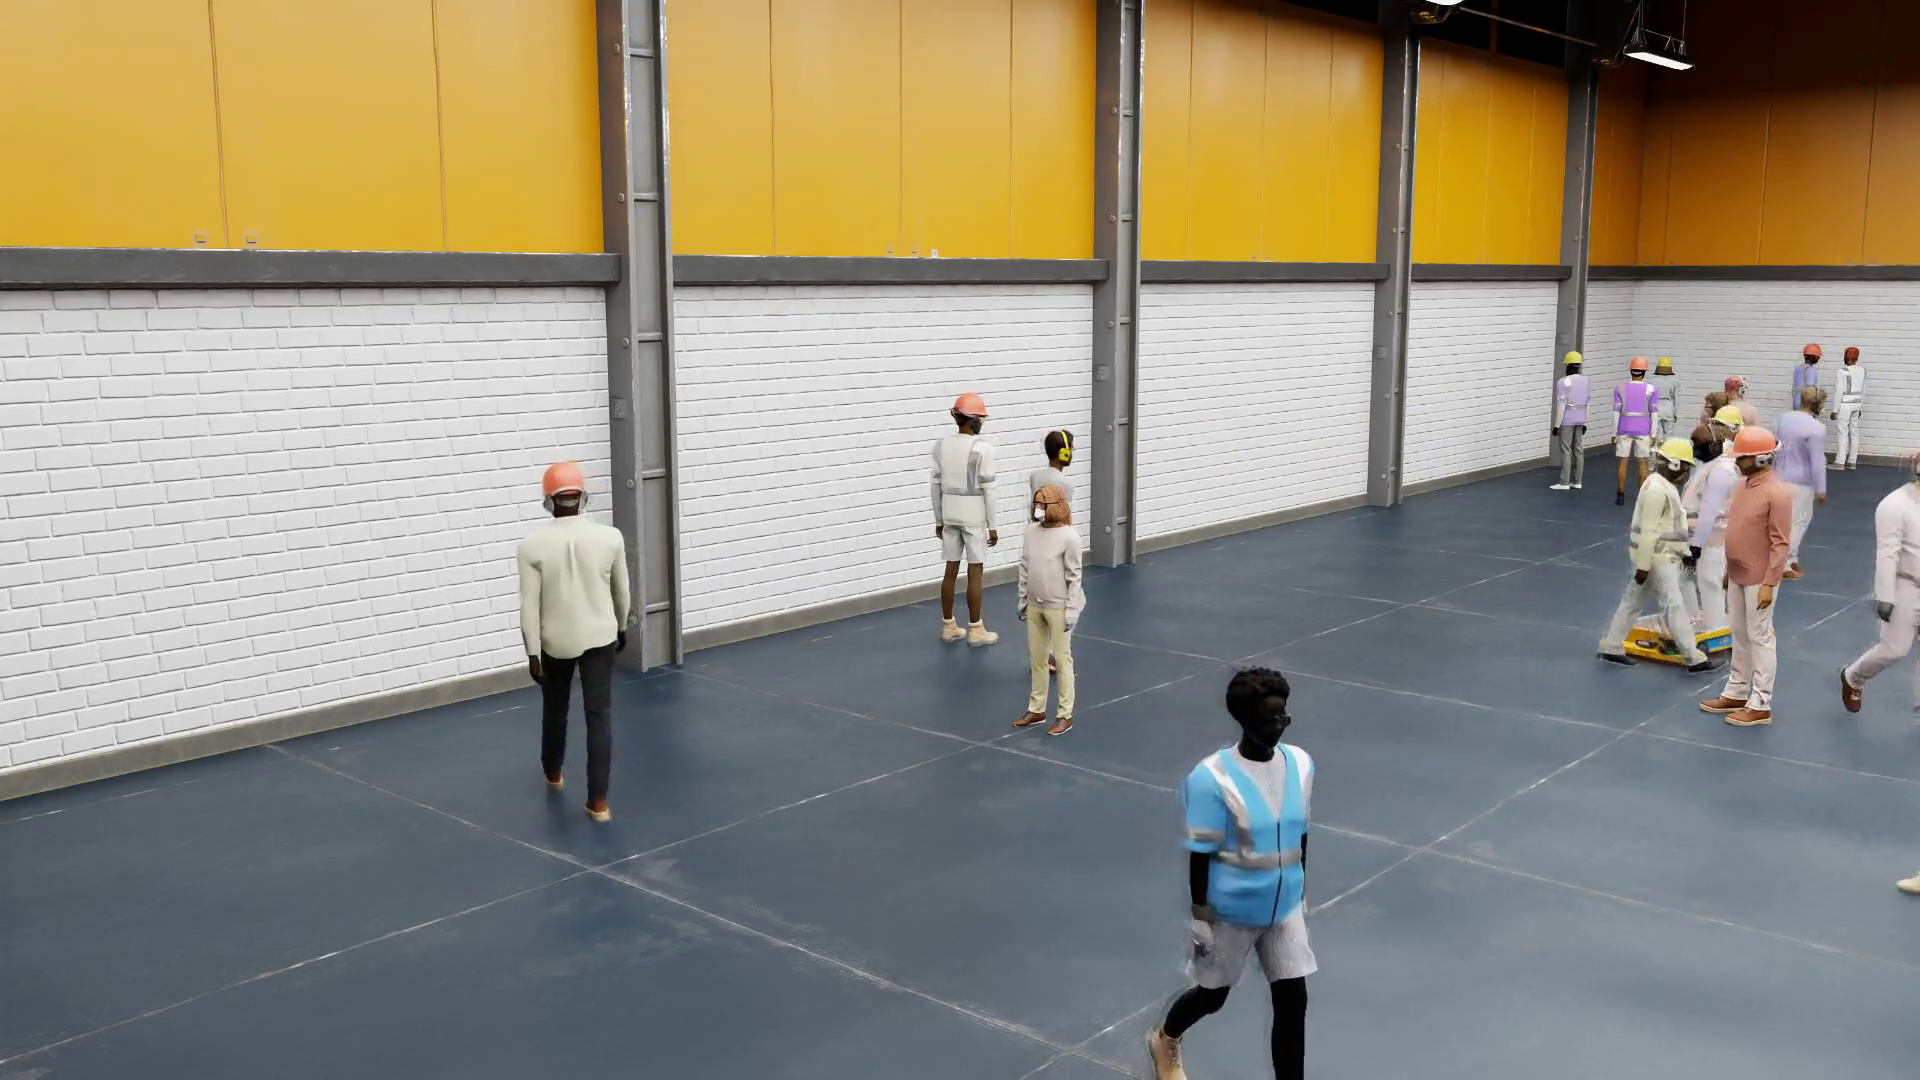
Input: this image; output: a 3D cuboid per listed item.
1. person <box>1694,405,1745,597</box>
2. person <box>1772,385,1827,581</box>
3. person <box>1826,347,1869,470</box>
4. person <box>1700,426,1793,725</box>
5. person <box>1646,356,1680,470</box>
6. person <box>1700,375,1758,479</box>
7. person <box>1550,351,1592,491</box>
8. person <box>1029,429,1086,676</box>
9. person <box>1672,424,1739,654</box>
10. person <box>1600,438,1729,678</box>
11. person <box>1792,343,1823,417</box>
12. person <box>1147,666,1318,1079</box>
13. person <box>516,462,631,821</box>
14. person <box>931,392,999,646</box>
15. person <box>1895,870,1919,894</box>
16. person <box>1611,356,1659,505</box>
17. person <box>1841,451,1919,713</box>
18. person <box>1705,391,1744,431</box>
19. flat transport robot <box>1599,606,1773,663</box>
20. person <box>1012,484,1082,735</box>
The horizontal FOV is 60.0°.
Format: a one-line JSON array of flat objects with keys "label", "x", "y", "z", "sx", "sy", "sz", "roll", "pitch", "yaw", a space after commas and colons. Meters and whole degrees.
[{"label": "person", "x": 7.065, "y": -0.348, "z": 15.362, "sx": 0.931, "sy": 1.775, "sz": 0.595, "roll": -2, "pitch": 9, "yaw": -12}, {"label": "person", "x": 8.207, "y": -0.542, "z": 16.144, "sx": 0.591, "sy": 1.915, "sz": 0.645, "roll": -1, "pitch": 9, "yaw": -4}, {"label": "person", "x": 13.594, "y": -2.009, "z": 25.474, "sx": 0.575, "sy": 1.883, "sz": 0.355, "roll": -3, "pitch": 10, "yaw": -21}, {"label": "person", "x": 5.247, "y": 0.235, "z": 11.057, "sx": 0.391, "sy": 1.986, "sz": 0.609, "roll": 0, "pitch": 9, "yaw": -1}, {"label": "person", "x": 10.695, "y": -1.923, "z": 25.365, "sx": 0.493, "sy": 1.743, "sz": 0.300, "roll": 2, "pitch": 9, "yaw": 11}, {"label": "person", "x": 8.337, "y": -0.832, "z": 18.002, "sx": 0.401, "sy": 1.910, "sz": 0.641, "roll": -6, "pitch": 11, "yaw": -32}, {"label": "person", "x": 8.455, "y": -1.645, "z": 23.041, "sx": 0.594, "sy": 1.926, "sz": 0.368, "roll": -4, "pitch": 10, "yaw": -26}, {"label": "person", "x": 0.702, "y": 0.105, "z": 12.319, "sx": 0.415, "sy": 1.855, "sz": 0.515, "roll": -7, "pitch": 11, "yaw": -38}, {"label": "person", "x": 5.812, "y": -0.002, "z": 13.088, "sx": 0.543, "sy": 1.816, "sz": 0.621, "roll": 2, "pitch": 9, "yaw": 11}, {"label": "person", "x": 5.272, "y": 0.124, "z": 12.415, "sx": 0.895, "sy": 1.766, "sz": 0.582, "roll": 3, "pitch": 10, "yaw": 21}, {"label": "person", "x": 13.103, "y": -2.081, "z": 25.749, "sx": 0.373, "sy": 1.934, "sz": 0.551, "roll": 0, "pitch": 9, "yaw": 1}, {"label": "person", "x": 0.976, "y": 1.237, "z": 5.764, "sx": 0.540, "sy": 1.670, "sz": 0.796, "roll": -5, "pitch": 10, "yaw": -27}, {"label": "person", "x": -2.157, "y": 0.532, "z": 9.320, "sx": 0.622, "sy": 1.943, "sz": 0.981, "roll": -3, "pitch": 10, "yaw": -18}, {"label": "person", "x": 0.061, "y": -0.170, "z": 13.425, "sx": 0.613, "sy": 2.039, "sz": 0.393, "roll": 7, "pitch": 11, "yaw": 36}, {"label": "person", "x": 4.918, "y": 0.892, "z": 7.909, "sx": 0.718, "sy": 1.669, "sz": 0.547, "roll": -2, "pitch": 9, "yaw": -10}, {"label": "person", "x": 8.713, "y": -1.403, "z": 21.495, "sx": 0.552, "sy": 1.934, "sz": 0.373, "roll": 4, "pitch": 10, "yaw": 24}, {"label": "person", "x": 6.194, "y": 0.323, "z": 10.824, "sx": 0.651, "sy": 1.885, "sz": 0.791, "roll": -2, "pitch": 9, "yaw": -11}, {"label": "person", "x": 7.914, "y": -0.647, "z": 17.253, "sx": 0.545, "sy": 1.790, "sz": 1.014, "roll": -2, "pitch": 9, "yaw": -14}, {"label": "flat transport robot", "x": 5.797, "y": 0.740, "z": 13.248, "sx": 1.431, "sy": 0.197, "sz": 0.652, "roll": -7, "pitch": 11, "yaw": -36}, {"label": "person", "x": 0.573, "y": 0.444, "z": 10.844, "sx": 0.500, "sy": 1.633, "sz": 0.286, "roll": 9, "pitch": 13, "yaw": 44}]
